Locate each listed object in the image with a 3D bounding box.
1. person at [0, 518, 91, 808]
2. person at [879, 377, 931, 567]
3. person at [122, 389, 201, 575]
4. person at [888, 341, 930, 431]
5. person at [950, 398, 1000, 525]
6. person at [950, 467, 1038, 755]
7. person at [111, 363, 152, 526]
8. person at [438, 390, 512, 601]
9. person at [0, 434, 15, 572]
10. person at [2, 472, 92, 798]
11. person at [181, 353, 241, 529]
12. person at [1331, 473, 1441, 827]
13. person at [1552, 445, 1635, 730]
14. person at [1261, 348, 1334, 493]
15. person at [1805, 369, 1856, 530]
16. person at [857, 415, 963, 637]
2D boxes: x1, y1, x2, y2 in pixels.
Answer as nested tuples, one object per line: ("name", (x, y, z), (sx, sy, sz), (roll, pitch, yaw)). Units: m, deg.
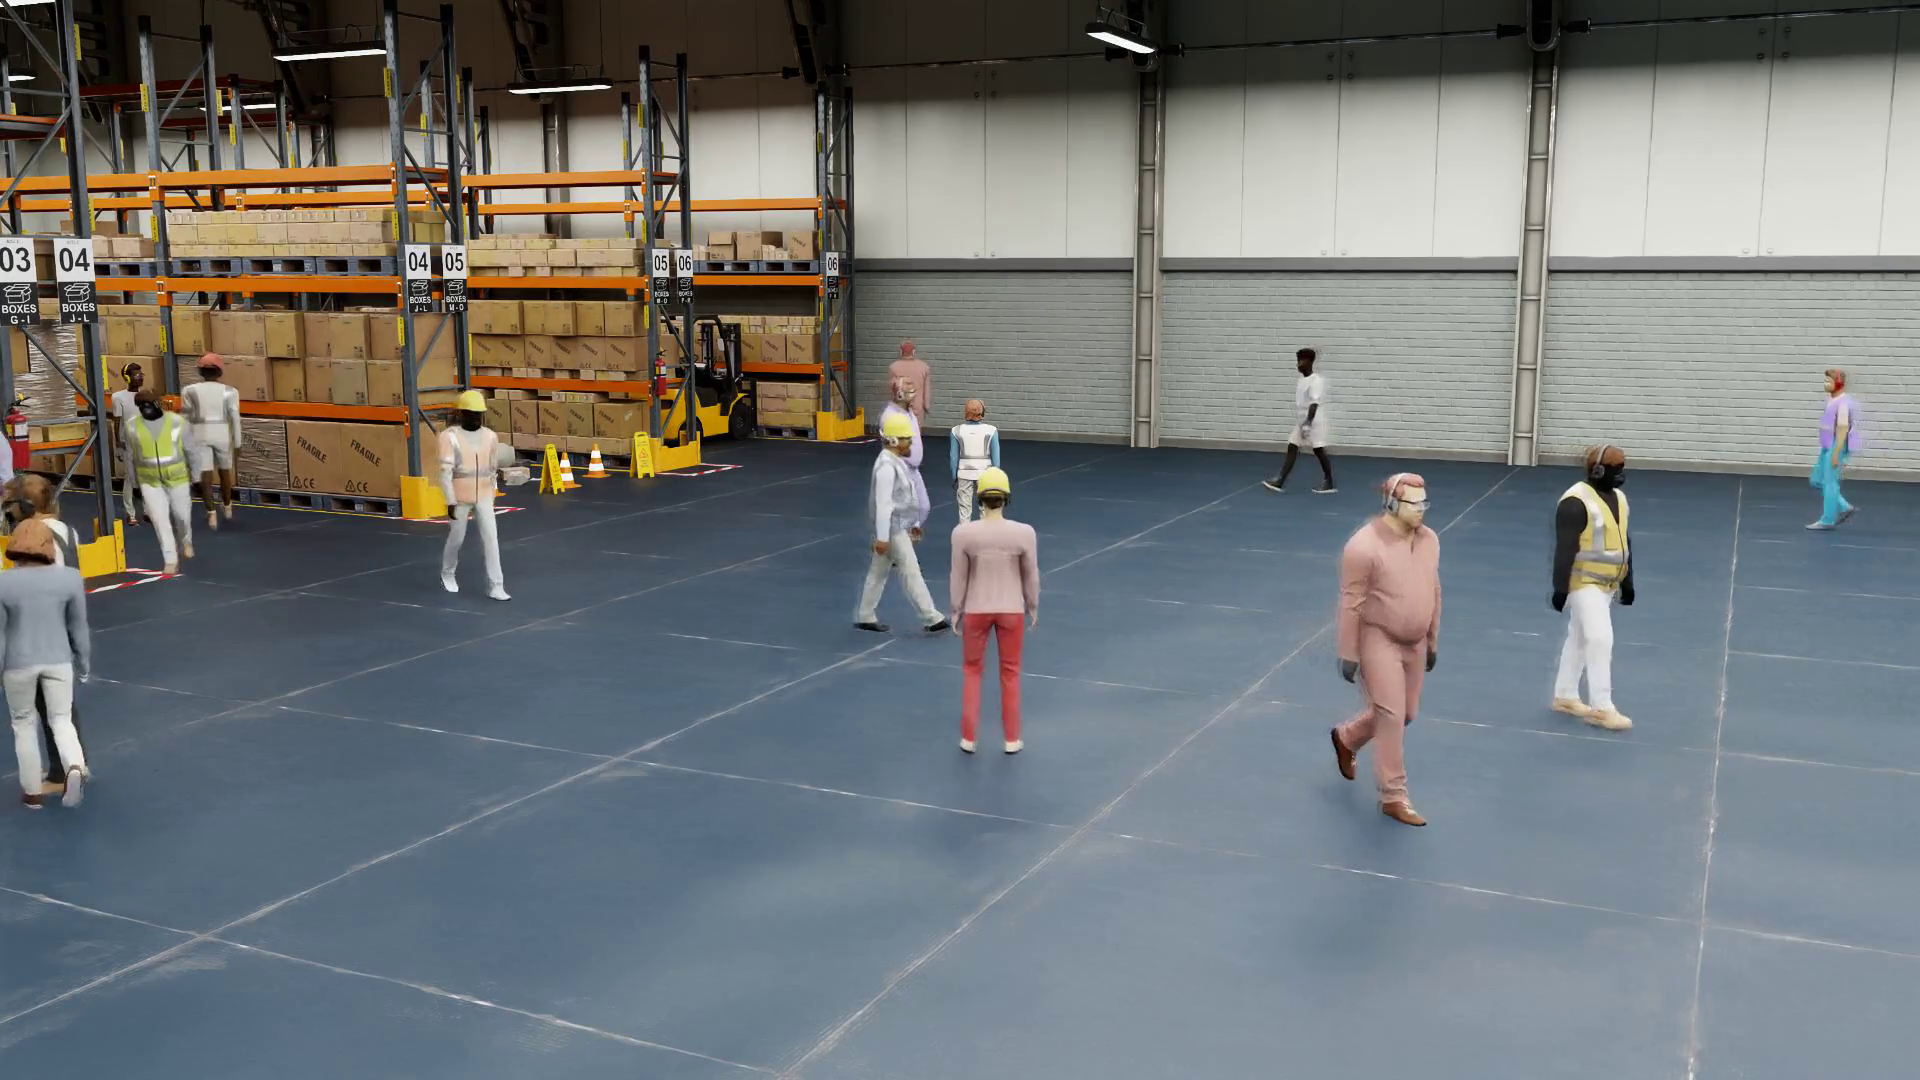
("person", (-4.964, 0.687, 9.008), (0.508, 1.609, 0.572), (-8, 12, -41))
("person", (-0.528, -0.658, 16.395), (0.481, 1.889, 0.678), (3, 10, 16))
("person", (-7.814, -0.596, 16.316), (0.664, 1.805, 0.815), (-4, 10, -21))
("person", (-0.768, -2.002, 24.661), (0.648, 1.890, 0.519), (-2, 9, -12))
("person", (0.155, -0.617, 16.924), (0.511, 1.640, 0.308), (1, 9, 6))
("person", (0.205, 0.437, 10.080), (0.527, 1.768, 0.312), (0, 9, 3))
("person", (-9.476, -1.101, 19.173), (0.315, 1.873, 0.532), (6, 11, 31))
("person", (-4.420, -0.417, 14.961), (0.588, 1.886, 0.970), (-8, 12, -40))
("person", (-8.531, -0.276, 14.315), (0.650, 1.818, 0.746), (3, 10, 16))
("person", (-5.094, 0.535, 9.264), (0.399, 1.835, 0.534), (0, 9, -3))
("person", (-8.591, -1.146, 19.113), (0.620, 1.976, 1.077), (-4, 10, -25))
("person", (2.310, 0.547, 9.081), (0.651, 1.879, 0.801), (-6, 11, -31))
("person", (4.189, 0.300, 10.748), (0.652, 1.812, 0.784), (-8, 12, -40))
("person", (4.508, -1.552, 21.814), (0.990, 1.910, 0.628), (-2, 9, -12))
("person", (9.828, -1.008, 18.717), (0.435, 1.832, 0.598), (2, 10, 15))
("person", (-0.424, -0.106, 13.331), (0.903, 1.788, 0.595), (0, 9, -1))
